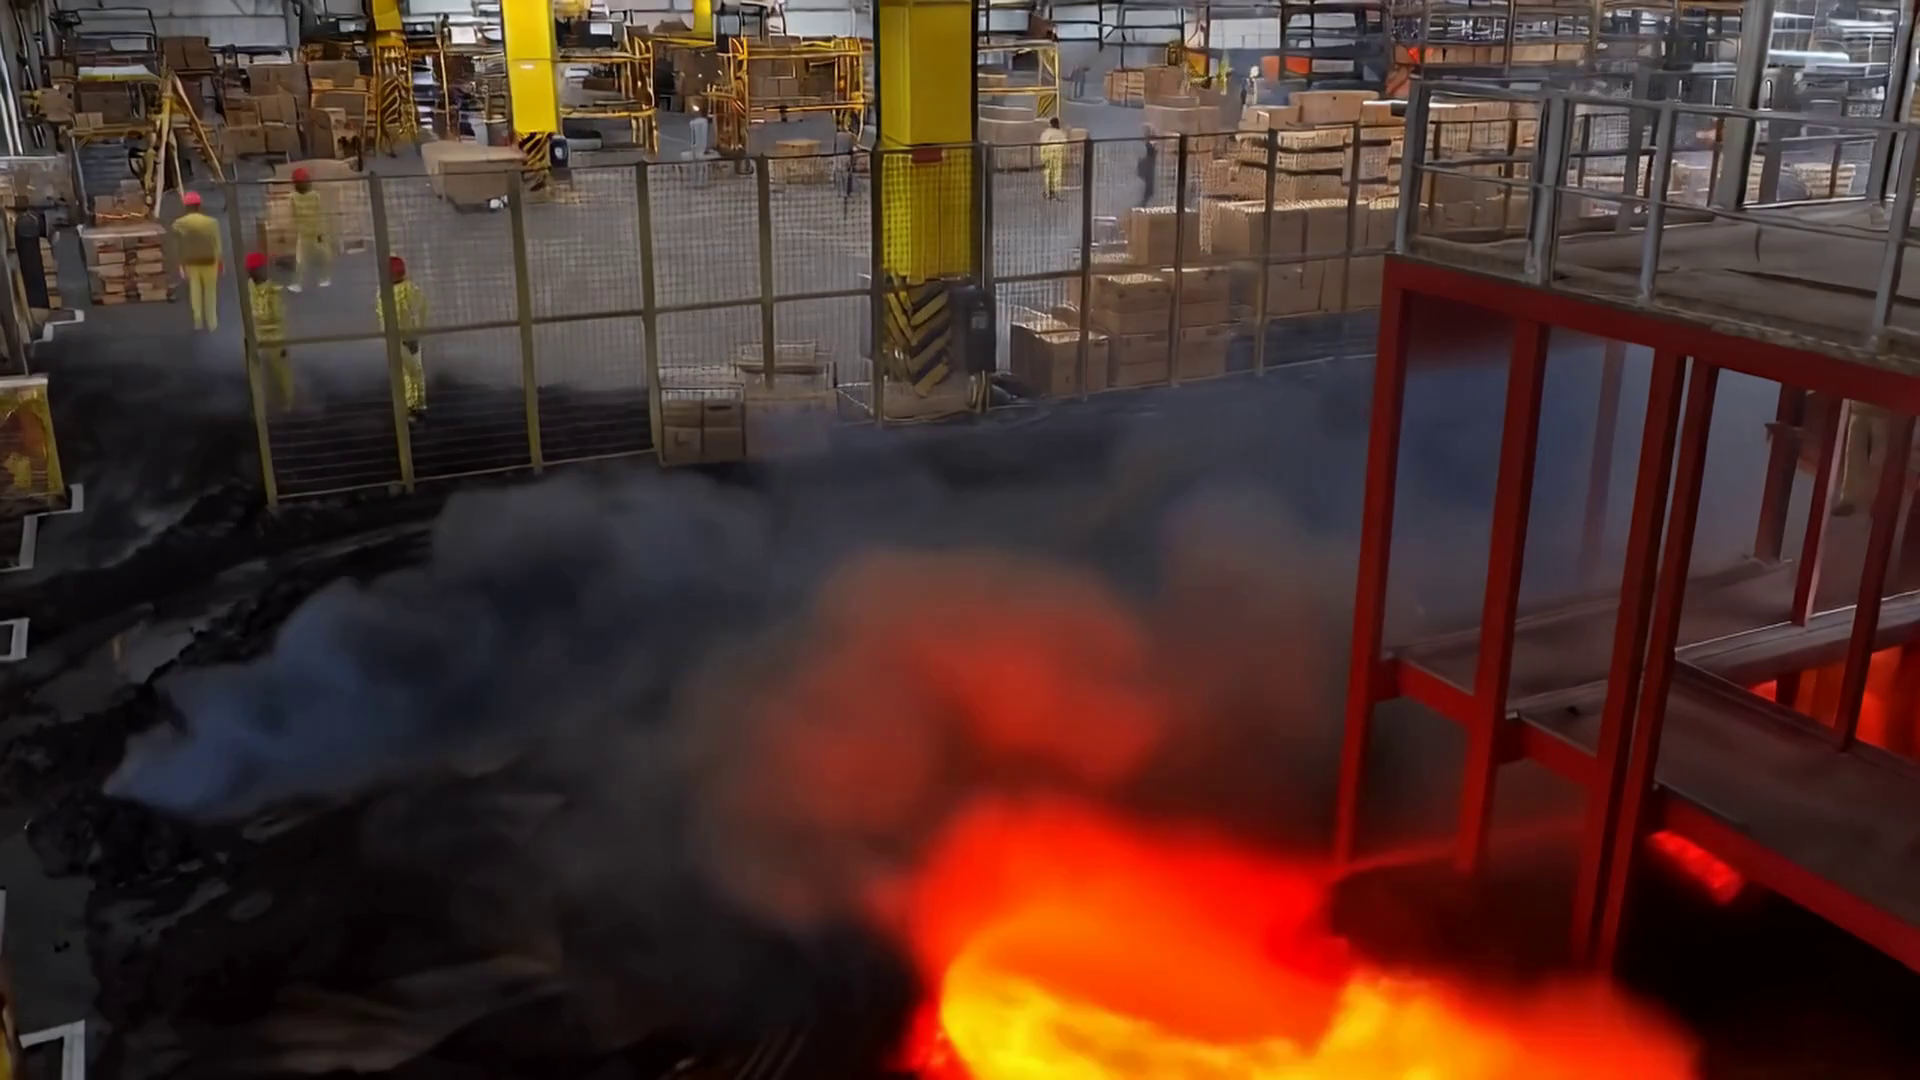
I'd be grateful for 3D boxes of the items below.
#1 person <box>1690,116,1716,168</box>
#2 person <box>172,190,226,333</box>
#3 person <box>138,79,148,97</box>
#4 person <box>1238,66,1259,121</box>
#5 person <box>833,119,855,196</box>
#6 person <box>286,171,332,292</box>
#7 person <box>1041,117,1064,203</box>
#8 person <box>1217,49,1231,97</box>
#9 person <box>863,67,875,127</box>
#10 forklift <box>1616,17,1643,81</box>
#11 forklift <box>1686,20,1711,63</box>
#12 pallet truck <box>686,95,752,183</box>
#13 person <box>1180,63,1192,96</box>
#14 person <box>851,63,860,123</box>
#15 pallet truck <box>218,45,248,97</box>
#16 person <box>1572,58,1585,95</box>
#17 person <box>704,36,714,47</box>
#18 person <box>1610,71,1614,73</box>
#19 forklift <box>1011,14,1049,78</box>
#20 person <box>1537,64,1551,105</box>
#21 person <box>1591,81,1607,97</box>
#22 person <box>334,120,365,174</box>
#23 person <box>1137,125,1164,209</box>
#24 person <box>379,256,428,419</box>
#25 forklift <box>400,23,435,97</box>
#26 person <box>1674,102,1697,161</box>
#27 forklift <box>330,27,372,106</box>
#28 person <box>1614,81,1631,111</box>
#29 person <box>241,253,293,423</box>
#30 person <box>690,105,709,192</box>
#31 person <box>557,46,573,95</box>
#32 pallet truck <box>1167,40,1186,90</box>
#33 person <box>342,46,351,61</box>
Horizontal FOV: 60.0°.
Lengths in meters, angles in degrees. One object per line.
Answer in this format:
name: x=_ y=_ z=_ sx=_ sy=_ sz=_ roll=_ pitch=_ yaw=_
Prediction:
person: x=16.074 y=-8.207 z=35.986 sx=0.569 sy=1.864 sz=1.022 roll=3 pitch=19 yaw=9
person: x=-10.665 y=-3.914 z=23.382 sx=0.621 sy=1.970 sz=0.525 roll=-5 pitch=20 yaw=-15
person: x=-25.154 y=-13.423 z=51.470 sx=0.520 sy=1.633 sz=0.312 roll=9 pitch=21 yaw=24
person: x=9.451 y=-14.426 z=54.015 sx=0.936 sy=1.865 sz=0.608 roll=15 pitch=24 yaw=37
person: x=-2.606 y=-8.619 z=37.456 sx=0.534 sy=1.693 sz=0.321 roll=8 pitch=21 yaw=22
person: x=-10.361 y=-4.881 z=26.330 sx=0.613 sy=1.871 sz=0.974 roll=5 pitch=20 yaw=15
person: x=2.038 y=-8.273 z=36.225 sx=0.429 sy=1.839 sz=0.633 roll=-14 pitch=24 yaw=-35
person: x=10.453 y=-18.491 z=65.851 sx=0.638 sy=1.845 sz=0.429 roll=-11 pitch=22 yaw=-28
person: x=-2.890 y=-14.266 z=53.549 sx=0.355 sy=1.876 sz=0.574 roll=-18 pitch=26 yaw=-42
forklift: x=29.836 y=-21.887 z=74.116 sx=1.129 sy=2.768 sz=1.873 roll=-10 pitch=21 yaw=-26
forklift: x=30.525 y=-20.145 z=69.067 sx=1.873 sy=2.768 sz=1.129 roll=-4 pitch=19 yaw=-11
pallet truck: x=-5.836 y=-9.608 z=39.856 sx=0.823 sy=1.965 sz=1.885 roll=10 pitch=22 yaw=27
person: x=8.283 y=-16.683 z=60.974 sx=0.848 sy=1.596 sz=0.522 roll=-16 pitch=25 yaw=-38
person: x=-3.461 y=-14.695 z=54.731 sx=0.396 sy=1.919 sz=0.581 roll=1 pitch=19 yaw=3
pallet truck: x=-28.879 y=-18.665 z=66.111 sx=0.823 sy=1.965 sz=1.885 roll=-3 pitch=19 yaw=-9
person: x=20.942 y=-15.411 z=56.709 sx=0.807 sy=1.968 sz=0.646 roll=-1 pitch=19 yaw=-3
person: x=-11.398 y=-22.146 z=76.327 sx=0.562 sy=1.905 sz=0.798 roll=17 pitch=25 yaw=39
person: x=30.244 y=-22.373 z=77.100 sx=0.664 sy=1.845 sz=1.008 roll=-3 pitch=19 yaw=-9
forklift: x=3.413 y=-22.911 z=77.084 sx=1.873 sy=2.768 sz=1.129 roll=-8 pitch=21 yaw=-22
person: x=18.570 y=-14.052 z=52.673 sx=0.581 sy=2.000 sz=0.696 roll=9 pitch=21 yaw=24
person: x=18.133 y=-12.215 z=47.559 sx=0.513 sy=1.898 sz=0.589 roll=4 pitch=19 yaw=11
person: x=-12.611 y=-7.697 z=34.406 sx=0.551 sy=1.935 sz=0.375 roll=-8 pitch=21 yaw=-23
person: x=3.988 y=-7.726 z=34.676 sx=0.654 sy=1.820 sz=0.505 roll=17 pitch=25 yaw=40
person: x=-6.341 y=-2.302 z=18.913 sx=0.627 sy=1.844 sz=0.429 roll=16 pitch=25 yaw=39
forklift: x=-21.867 y=-18.833 z=65.262 sx=1.873 sy=2.768 sz=1.129 roll=1 pitch=19 yaw=2
person: x=17.974 y=-9.984 z=41.321 sx=0.525 sy=1.755 sz=0.468 roll=3 pitch=19 yaw=9
forklift: x=-22.696 y=-17.278 z=60.756 sx=1.873 sy=2.768 sz=1.129 roll=-9 pitch=21 yaw=-25
person: x=20.432 y=-13.369 z=51.371 sx=0.507 sy=1.585 sz=0.850 roll=3 pitch=19 yaw=10
person: x=-7.794 y=-2.241 z=18.595 sx=0.645 sy=1.926 sz=0.613 roll=5 pitch=20 yaw=14
person: x=-5.976 y=-8.947 z=38.026 sx=0.358 sy=1.938 sz=0.636 roll=7 pitch=20 yaw=20
person: x=-15.857 y=-18.848 z=66.777 sx=0.654 sy=1.911 sz=0.792 roll=-6 pitch=20 yaw=-17
pallet truck: x=9.045 y=-19.971 z=69.895 sx=0.823 sy=1.965 sz=1.885 roll=-3 pitch=19 yaw=-8
person: x=-24.915 y=-18.998 z=67.209 sx=0.819 sy=1.914 sz=0.639 roll=16 pitch=25 yaw=38
